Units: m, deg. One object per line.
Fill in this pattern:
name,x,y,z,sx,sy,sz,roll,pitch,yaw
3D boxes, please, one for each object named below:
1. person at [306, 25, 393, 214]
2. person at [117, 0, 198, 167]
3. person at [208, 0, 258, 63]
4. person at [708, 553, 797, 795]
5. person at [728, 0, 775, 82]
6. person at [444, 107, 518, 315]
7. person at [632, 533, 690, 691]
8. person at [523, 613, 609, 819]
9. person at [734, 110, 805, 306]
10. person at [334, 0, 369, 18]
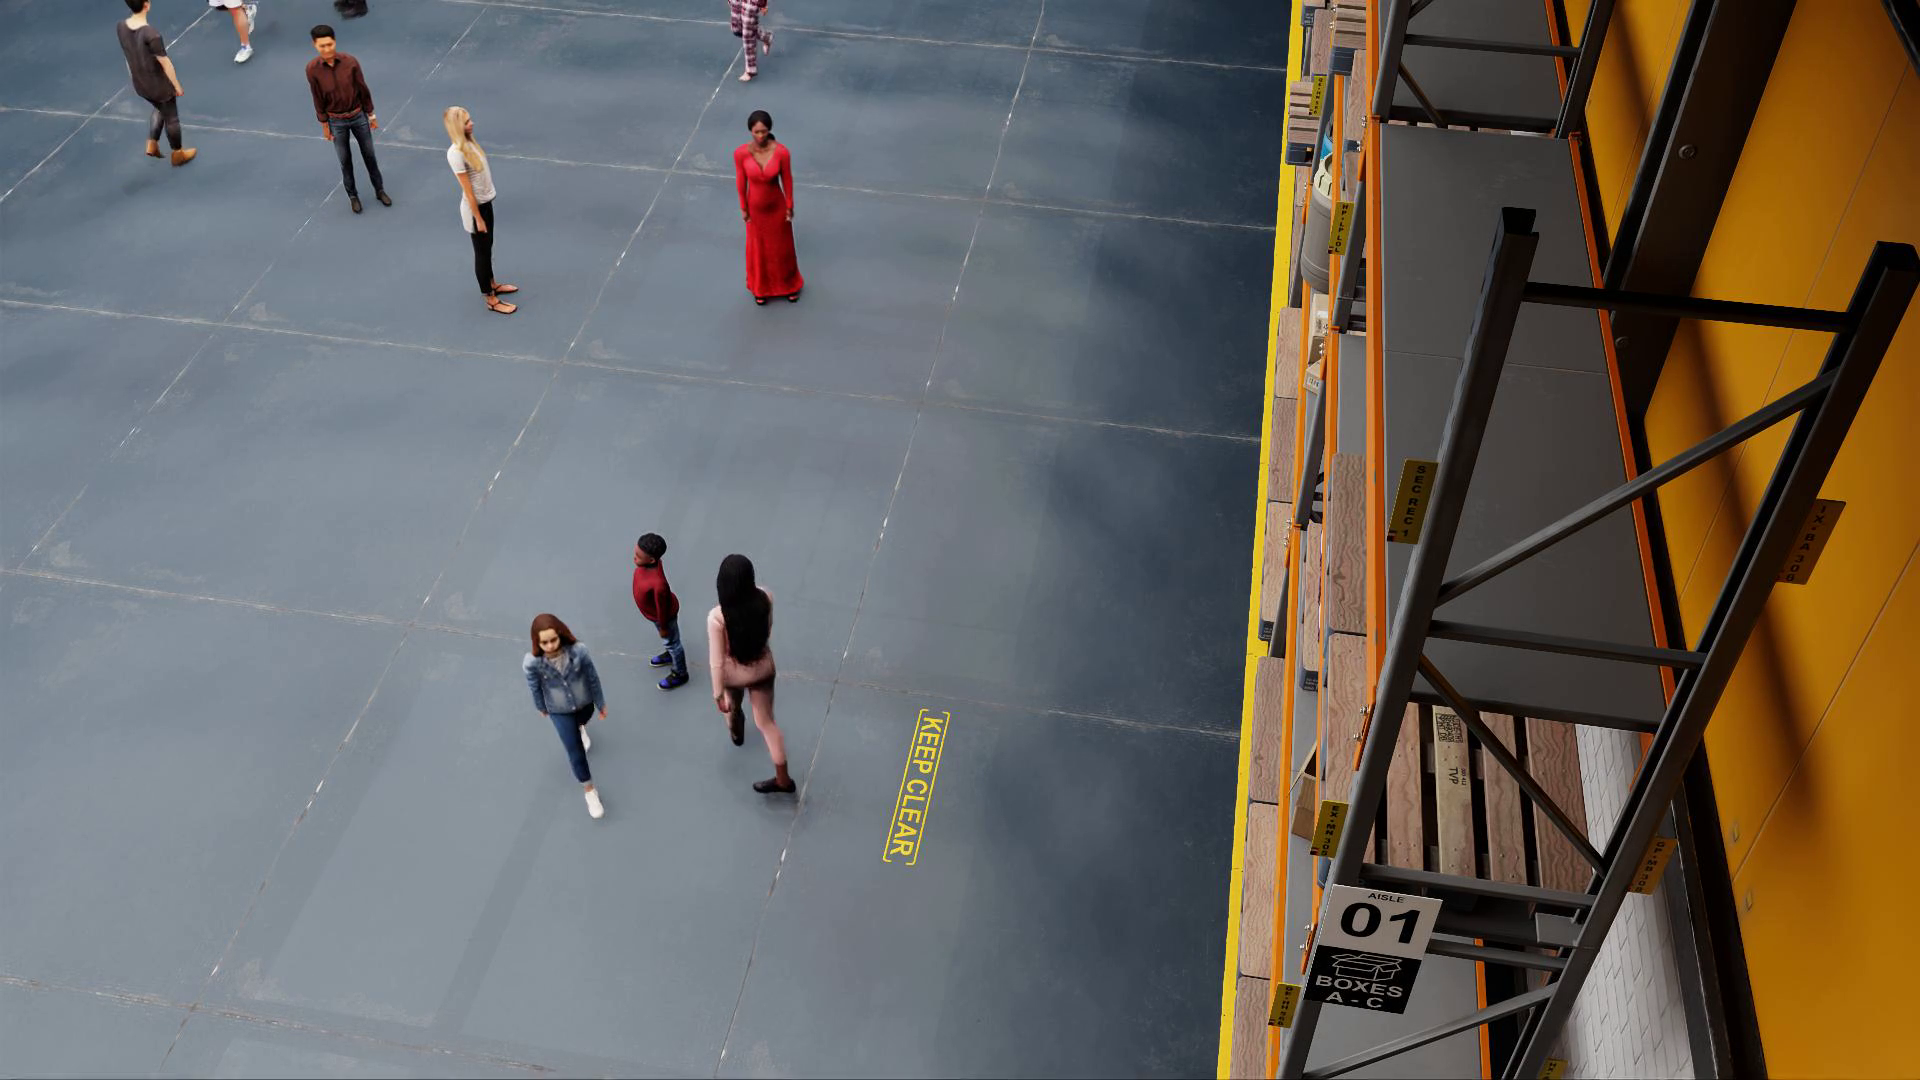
person,-5.424,-3.733,14.696,0.706,1.776,0.719,-18,47,-18
person,-7.441,-4.180,15.227,0.739,1.691,0.810,14,45,14
person,-7.444,-5.832,16.854,0.659,1.838,0.947,6,44,6
person,-1.241,0.861,9.946,1.035,1.677,1.127,-29,51,-27
person,-2.079,-5.439,16.553,0.819,1.685,0.935,27,50,25
person,-3.951,-2.703,13.578,0.718,1.827,0.568,-6,44,-6
person,-1.917,0.431,10.704,0.636,1.254,0.552,-16,46,-16
person,-2.362,0.925,10.043,0.936,1.450,1.067,-20,47,-19
person,-1.571,-2.717,13.631,0.721,1.784,0.725,-4,44,-4
person,-6.589,-6.437,17.544,0.785,1.763,0.720,-24,49,-23
